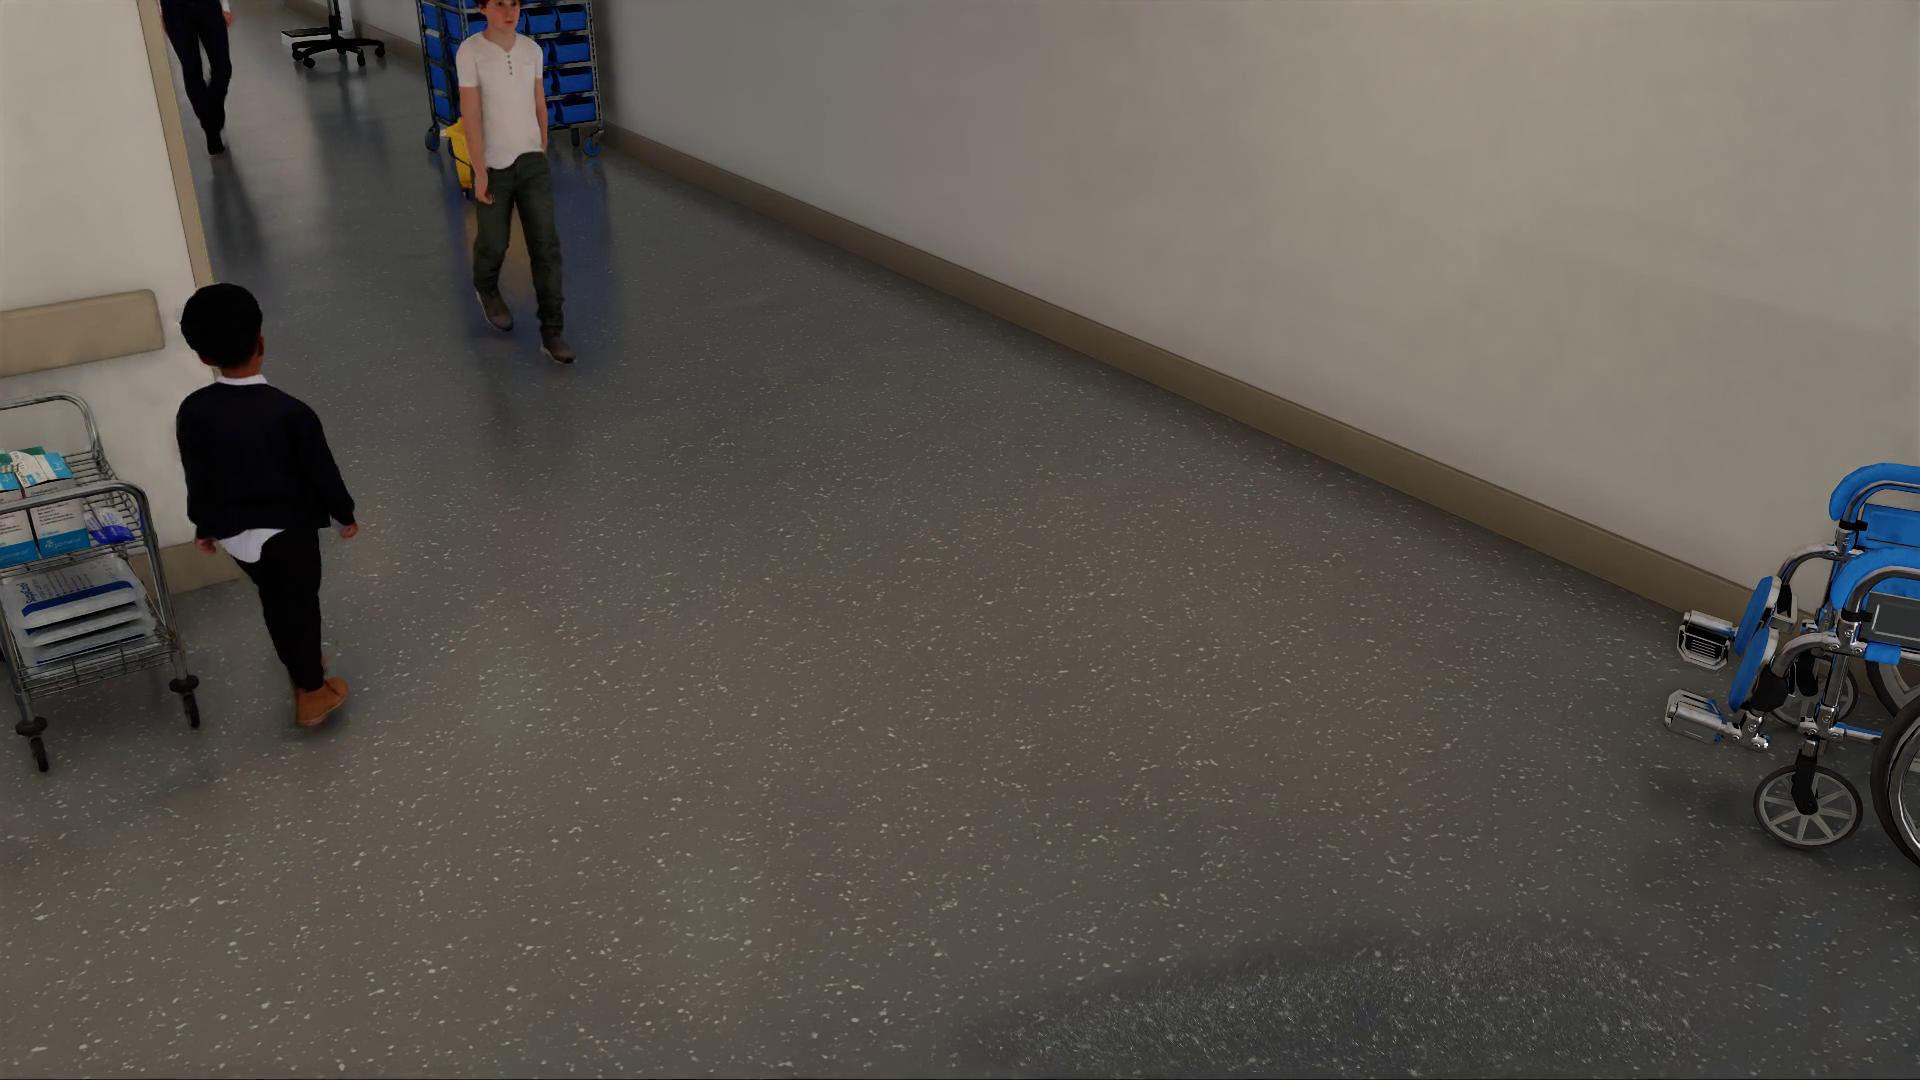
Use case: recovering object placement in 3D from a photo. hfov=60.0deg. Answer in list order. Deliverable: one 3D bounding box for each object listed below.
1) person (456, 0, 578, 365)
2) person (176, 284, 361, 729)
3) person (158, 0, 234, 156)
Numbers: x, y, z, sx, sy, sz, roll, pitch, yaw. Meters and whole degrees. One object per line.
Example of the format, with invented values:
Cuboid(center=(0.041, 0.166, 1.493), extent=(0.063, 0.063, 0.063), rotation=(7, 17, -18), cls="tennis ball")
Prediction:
Cuboid(center=(-1.987, -1.607, 7.200), extent=(1.040, 1.622, 0.611), rotation=(-16, 30, -30), cls="person")
Cuboid(center=(-1.867, -0.055, 4.411), extent=(0.647, 1.211, 0.727), rotation=(1, 26, 2), cls="person")
Cuboid(center=(-5.034, -3.506, 10.887), extent=(1.039, 1.841, 0.782), rotation=(-12, 28, -23), cls="person")
